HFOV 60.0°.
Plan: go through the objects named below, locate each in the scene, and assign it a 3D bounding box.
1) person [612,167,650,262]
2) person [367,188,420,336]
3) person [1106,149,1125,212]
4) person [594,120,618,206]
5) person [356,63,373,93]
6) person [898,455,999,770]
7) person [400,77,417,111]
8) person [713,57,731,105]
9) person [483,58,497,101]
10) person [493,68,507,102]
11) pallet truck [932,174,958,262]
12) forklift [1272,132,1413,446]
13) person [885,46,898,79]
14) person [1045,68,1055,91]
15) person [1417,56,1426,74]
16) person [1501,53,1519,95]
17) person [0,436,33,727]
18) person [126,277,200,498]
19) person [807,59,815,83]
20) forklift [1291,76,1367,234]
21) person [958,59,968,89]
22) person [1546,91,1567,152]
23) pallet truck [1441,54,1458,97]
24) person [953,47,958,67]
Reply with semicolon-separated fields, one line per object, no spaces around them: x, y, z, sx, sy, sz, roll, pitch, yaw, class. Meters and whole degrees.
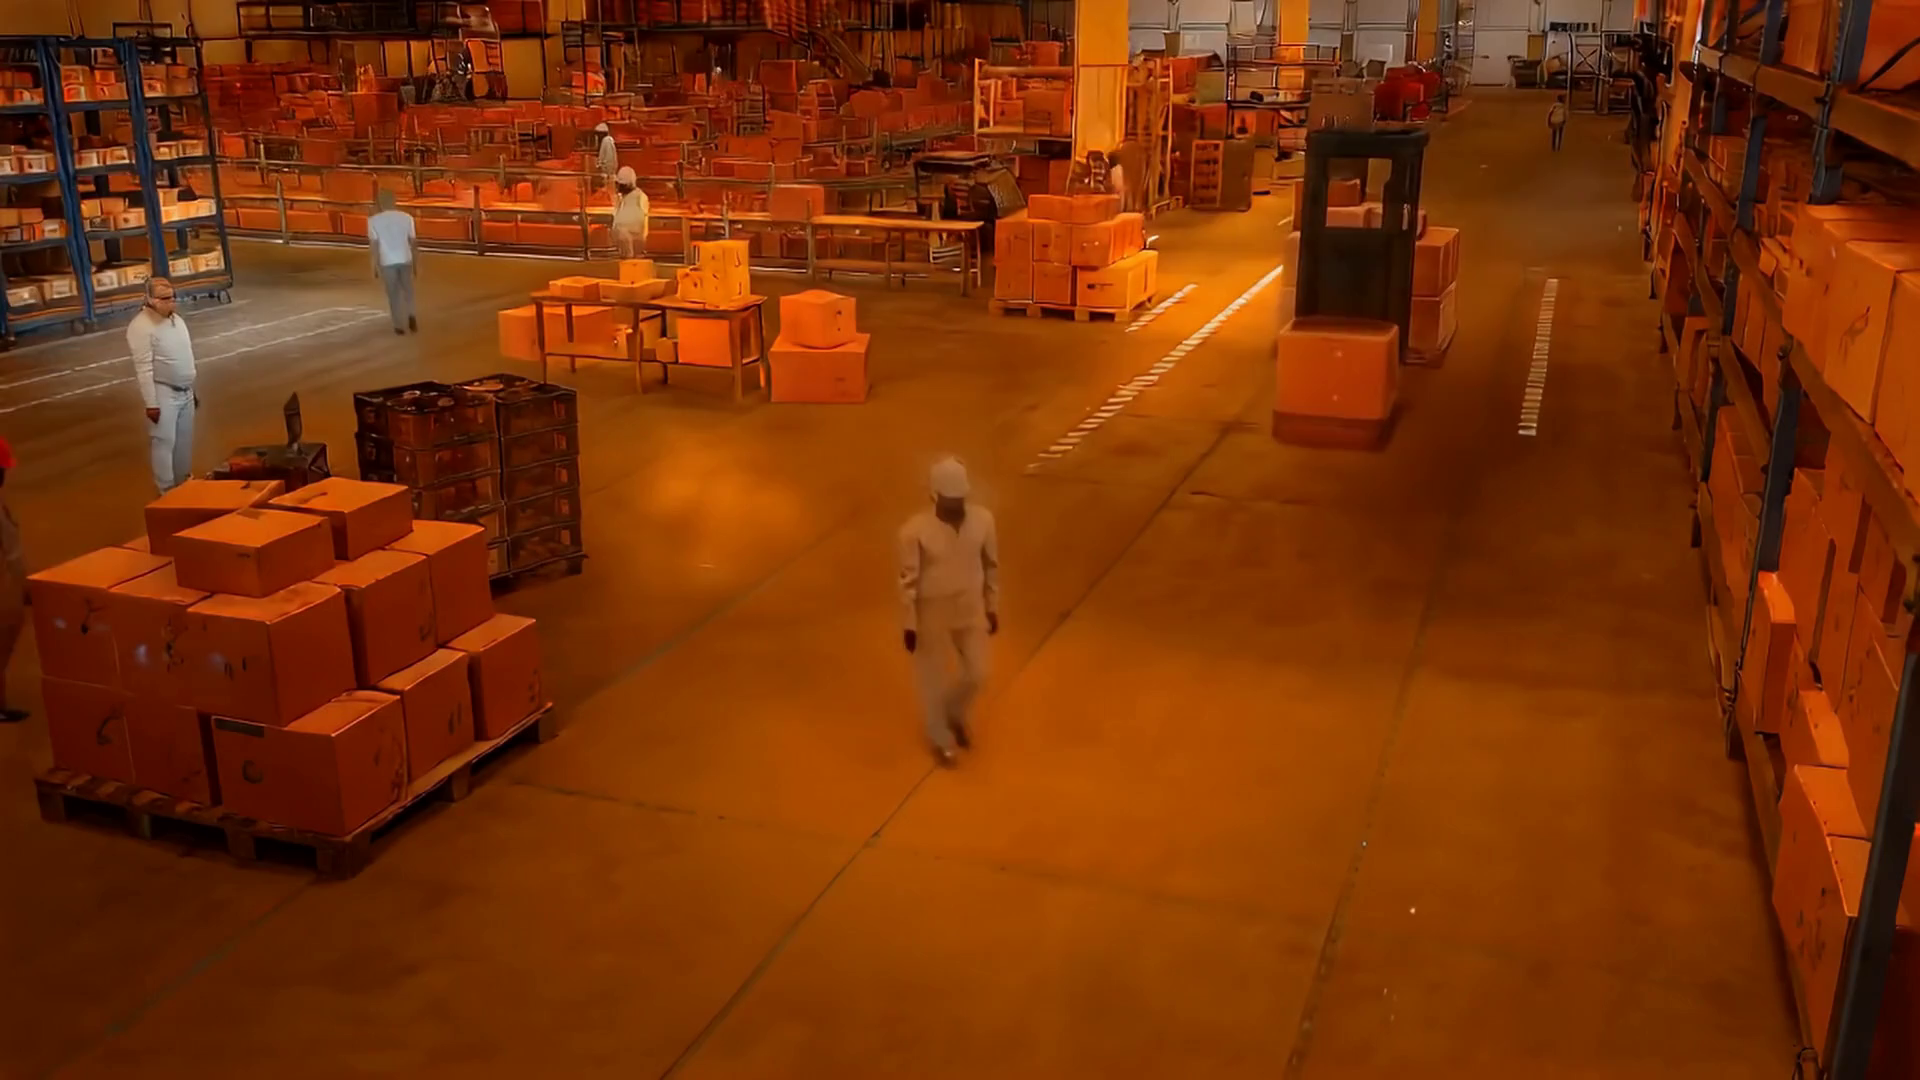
-4.643;-4.307;23.387;0.600;1.833;0.404;9;20;27;person
-7.020;-3.447;20.676;0.589;1.835;0.436;-9;20;-27;person
2.577;-5.825;28.404;0.521;1.676;0.549;4;18;12;person
-6.691;-6.965;31.553;0.397;1.946;0.617;-5;18;-15;person
-24.862;-18.988;69.522;0.596;1.837;0.980;-8;19;-23;person
-0.046;0.385;8.793;0.583;1.735;0.374;-8;19;-24;person
-18.364;-14.468;55.364;0.519;1.809;1.004;-9;20;-26;person
-10.324;-19.858;71.915;0.955;2.000;0.684;15;23;39;person
-21.217;-20.740;74.936;0.904;1.897;0.603;6;19;19;person
-18.132;-17.713;65.635;0.529;1.761;0.334;-1;18;-4;person
-0.507;-5.292;27.348;0.653;1.274;1.630;6;19;19;pallet truck
3.727;-2.460;15.884;1.129;2.768;1.873;6;19;19;forklift
-4.147;-28.363;98.850;0.950;1.901;0.652;12;21;32;person
3.906;-20.160;72.979;0.646;1.963;1.087;10;20;28;person
22.319;-22.536;80.673;0.573;1.828;0.644;16;24;41;person
26.696;-22.537;80.446;0.716;1.973;0.621;5;18;16;person
-5.450;0.241;9.307;0.556;1.702;0.435;7;19;20;person
-6.346;-1.167;13.410;0.400;1.905;0.643;2;18;7;person
-6.358;-19.724;71.660;0.376;1.935;0.550;4;18;13;person
6.598;-6.755;29.381;1.129;2.768;1.873;6;19;19;forklift
0.232;-20.724;74.954;1.109;1.866;0.680;9;20;25;person
17.245;-12.089;48.060;0.532;1.697;0.322;-4;18;-11;person
22.765;-21.886;78.355;0.823;1.965;1.885;-4;18;-14;pallet truck
-0.157;-26.353;92.406;0.611;1.988;0.391;10;20;28;person
